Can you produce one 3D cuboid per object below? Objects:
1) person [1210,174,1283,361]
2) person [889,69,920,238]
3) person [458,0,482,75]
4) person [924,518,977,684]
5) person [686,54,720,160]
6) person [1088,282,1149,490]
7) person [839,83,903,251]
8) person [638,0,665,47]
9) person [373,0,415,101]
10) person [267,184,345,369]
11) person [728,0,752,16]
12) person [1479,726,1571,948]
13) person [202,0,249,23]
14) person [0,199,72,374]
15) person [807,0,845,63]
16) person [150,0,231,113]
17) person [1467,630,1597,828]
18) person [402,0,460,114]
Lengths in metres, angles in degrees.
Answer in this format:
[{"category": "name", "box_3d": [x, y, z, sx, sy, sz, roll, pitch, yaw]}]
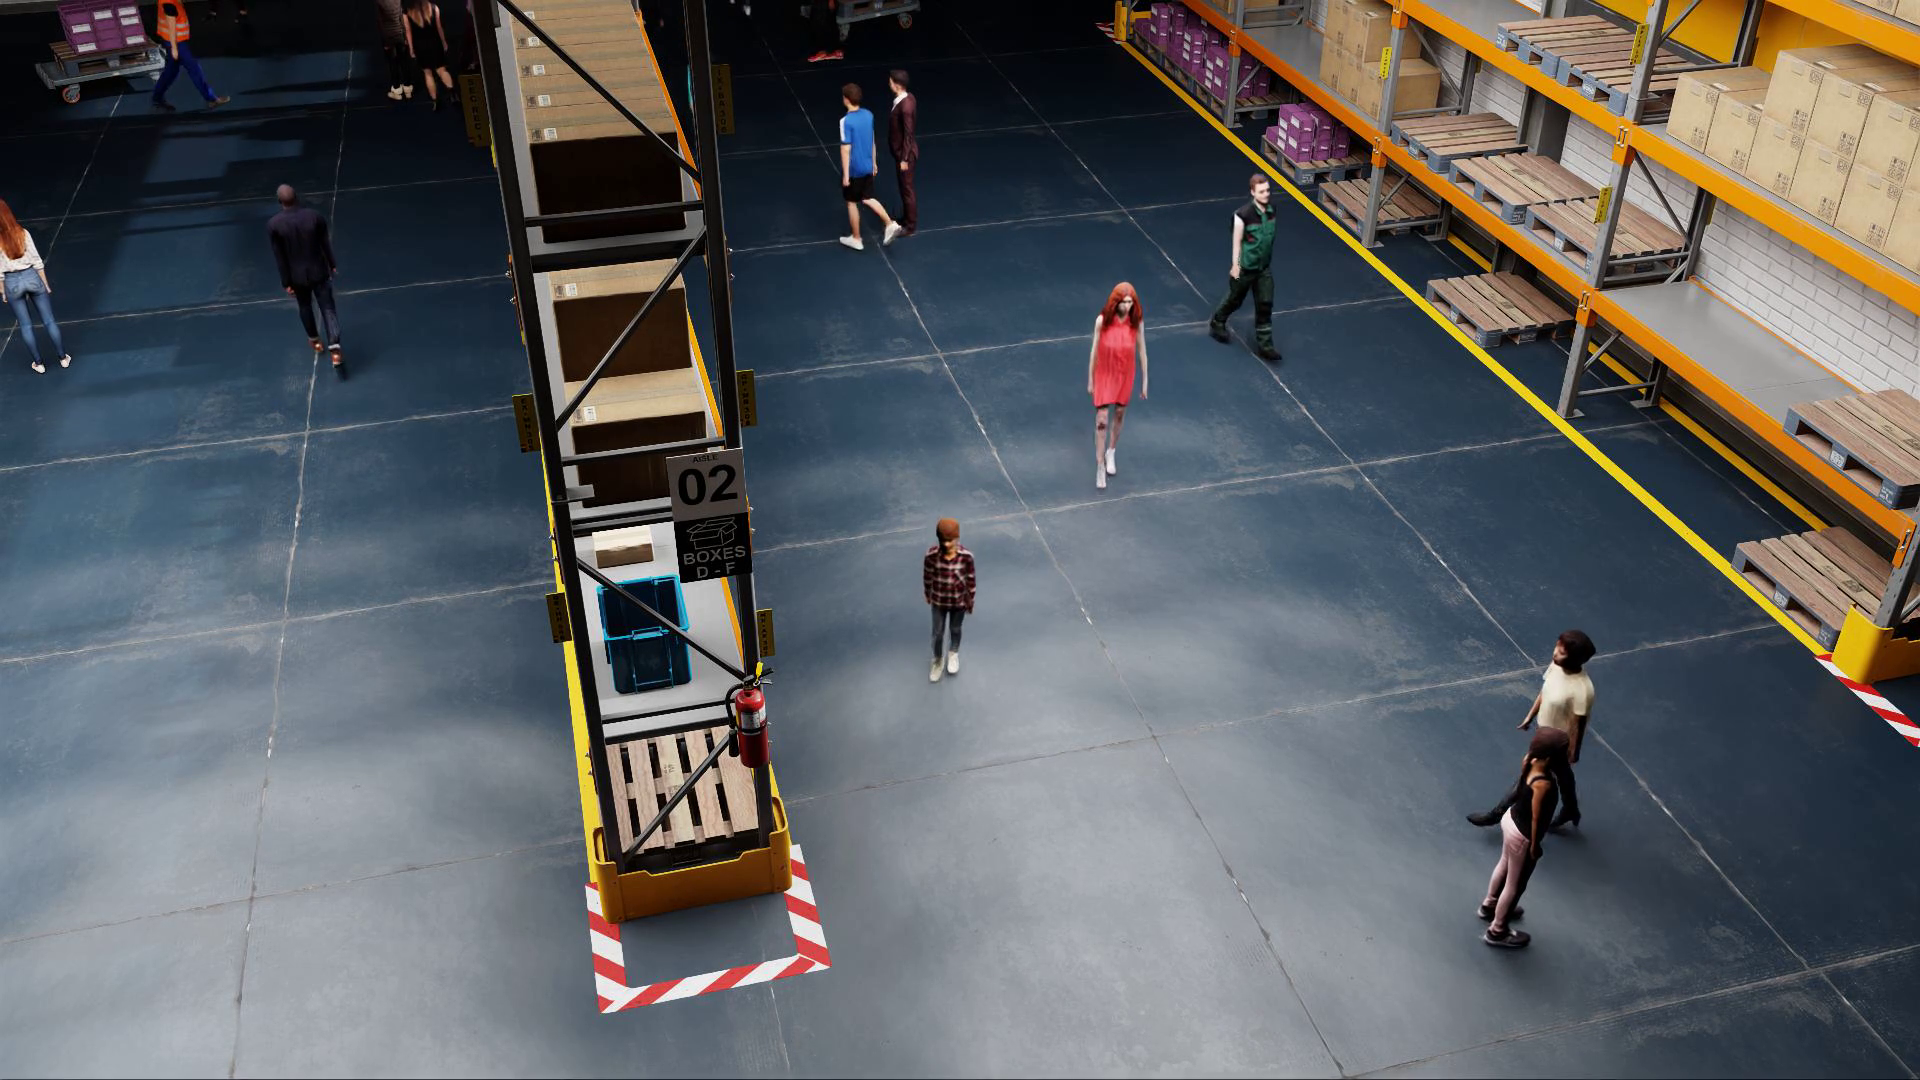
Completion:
[{"category": "person", "box_3d": [2.748, -2.671, 16.050, 0.871, 1.796, 1.243, -19, 38, -26]}, {"category": "person", "box_3d": [-0.611, -4.303, 18.445, 0.786, 1.862, 0.611, -1, 34, -2]}, {"category": "person", "box_3d": [-6.626, -7.350, 23.254, 1.107, 1.615, 1.091, 24, 40, 31]}, {"category": "person", "box_3d": [-0.065, 0.367, 11.932, 0.601, 1.296, 0.652, 0, 34, 0]}, {"category": "person", "box_3d": [-3.170, -5.462, 20.523, 0.612, 1.492, 0.788, -12, 36, -18]}, {"category": "person", "box_3d": [1.300, -1.382, 14.095, 0.704, 1.814, 0.797, -3, 34, -4]}, {"category": "person", "box_3d": [-1.030, -3.996, 18.003, 1.113, 1.840, 1.025, 19, 38, 27]}, {"category": "person", "box_3d": [-4.403, -7.201, 22.915, 0.804, 1.742, 0.984, -20, 38, -27]}, {"category": "person", "box_3d": [-7.574, -6.722, 22.266, 0.679, 1.661, 0.736, -20, 39, -28]}, {"category": "person", "box_3d": [-6.141, -2.465, 15.752, 0.783, 1.783, 1.204, -12, 36, -18]}, {"category": "person", "box_3d": [-3.387, -8.973, 25.550, 0.756, 1.776, 1.127, -12, 35, -17]}, {"category": "person", "box_3d": [3.279, 1.701, 9.684, 0.621, 1.563, 0.518, 2, 34, 2]}, {"category": "person", "box_3d": [-11.127, -8.698, 25.185, 0.760, 1.723, 0.858, -14, 36, -20]}, {"category": "person", "box_3d": [-8.849, -2.408, 15.716, 0.640, 1.729, 0.602, -20, 39, -27]}, {"category": "person", "box_3d": [-1.805, -7.715, 23.636, 0.829, 1.799, 0.759, -3, 34, -5]}, {"category": "person", "box_3d": [-10.373, -6.500, 21.768, 0.936, 1.843, 1.212, -12, 35, -18]}, {"category": "person", "box_3d": [3.802, 1.234, 10.396, 0.821, 1.551, 0.985, 0, 34, 0]}, {"category": "person", "box_3d": [-6.910, -6.377, 21.721, 0.829, 1.690, 1.019, -15, 36, -21]}]
